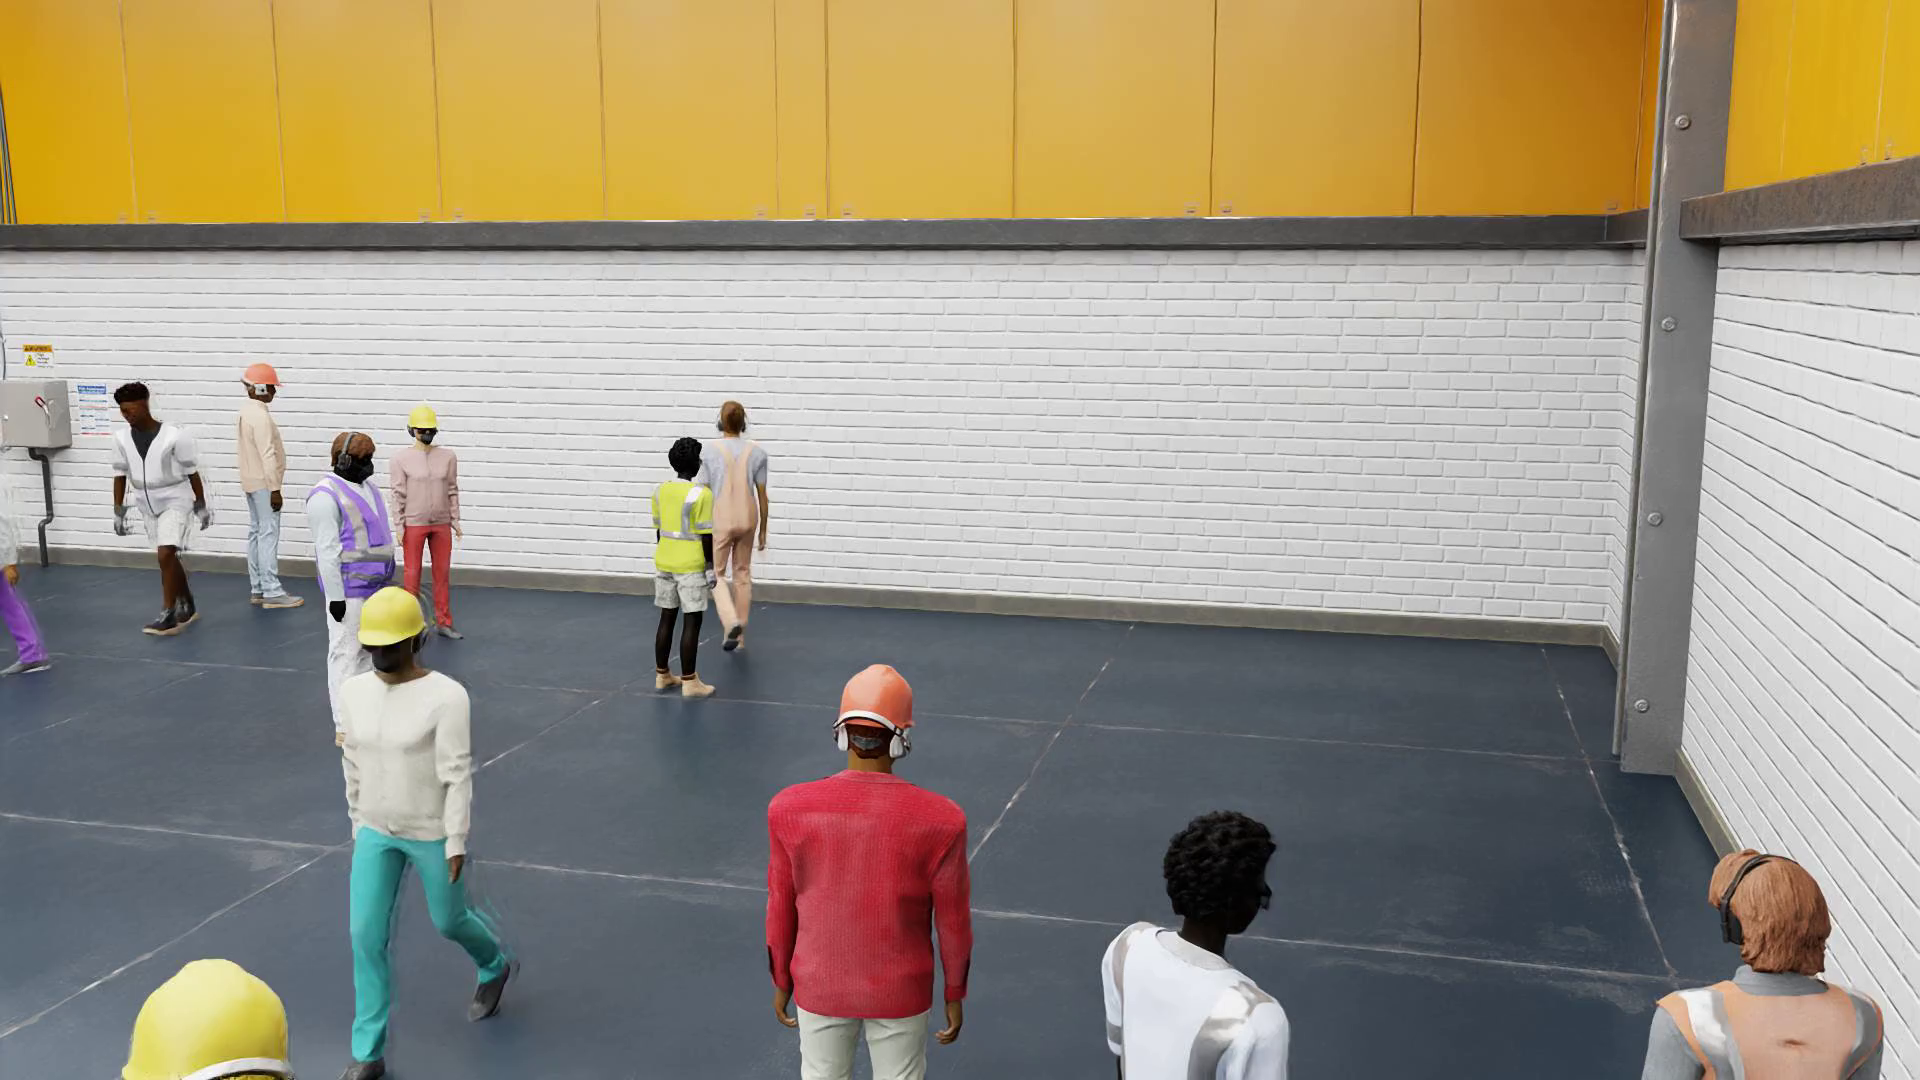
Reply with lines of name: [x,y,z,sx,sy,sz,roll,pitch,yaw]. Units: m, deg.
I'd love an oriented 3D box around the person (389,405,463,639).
person: [-3.919,-0.113,12.249,0.525,1.769,0.308,-9,13,-42]

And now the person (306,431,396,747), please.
person: [-3.510,0.282,9.707,0.429,1.841,0.621,1,10,6]

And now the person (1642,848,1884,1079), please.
person: [1.638,1.446,3.464,0.524,1.631,0.316,-1,10,-8]

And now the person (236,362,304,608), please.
person: [-5.647,-0.442,13.520,0.382,1.993,0.609,-8,12,-38]

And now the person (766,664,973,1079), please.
person: [-0.248,1.202,4.596,0.573,1.737,0.354,1,10,4]

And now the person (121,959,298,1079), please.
person: [-1.045,1.530,2.502,0.472,1.792,0.643,1,10,5]

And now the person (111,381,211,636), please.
person: [-6.047,-0.240,12.538,0.628,1.909,0.896,2,10,9]

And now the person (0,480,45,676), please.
person: [-6.572,0.116,11.052,0.587,1.705,0.866,8,13,41]

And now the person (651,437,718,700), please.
person: [-1.794,0.177,10.800,0.542,1.688,0.338,8,13,40]

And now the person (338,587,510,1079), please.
person: [-1.919,0.992,5.862,0.532,1.726,0.841,2,10,13]

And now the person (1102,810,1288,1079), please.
person: [0.503,1.399,3.572,0.319,1.687,0.542,-6,11,-32]

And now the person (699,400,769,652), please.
person: [-1.601,-0.075,11.827,0.541,1.830,0.538,-4,10,-22]
